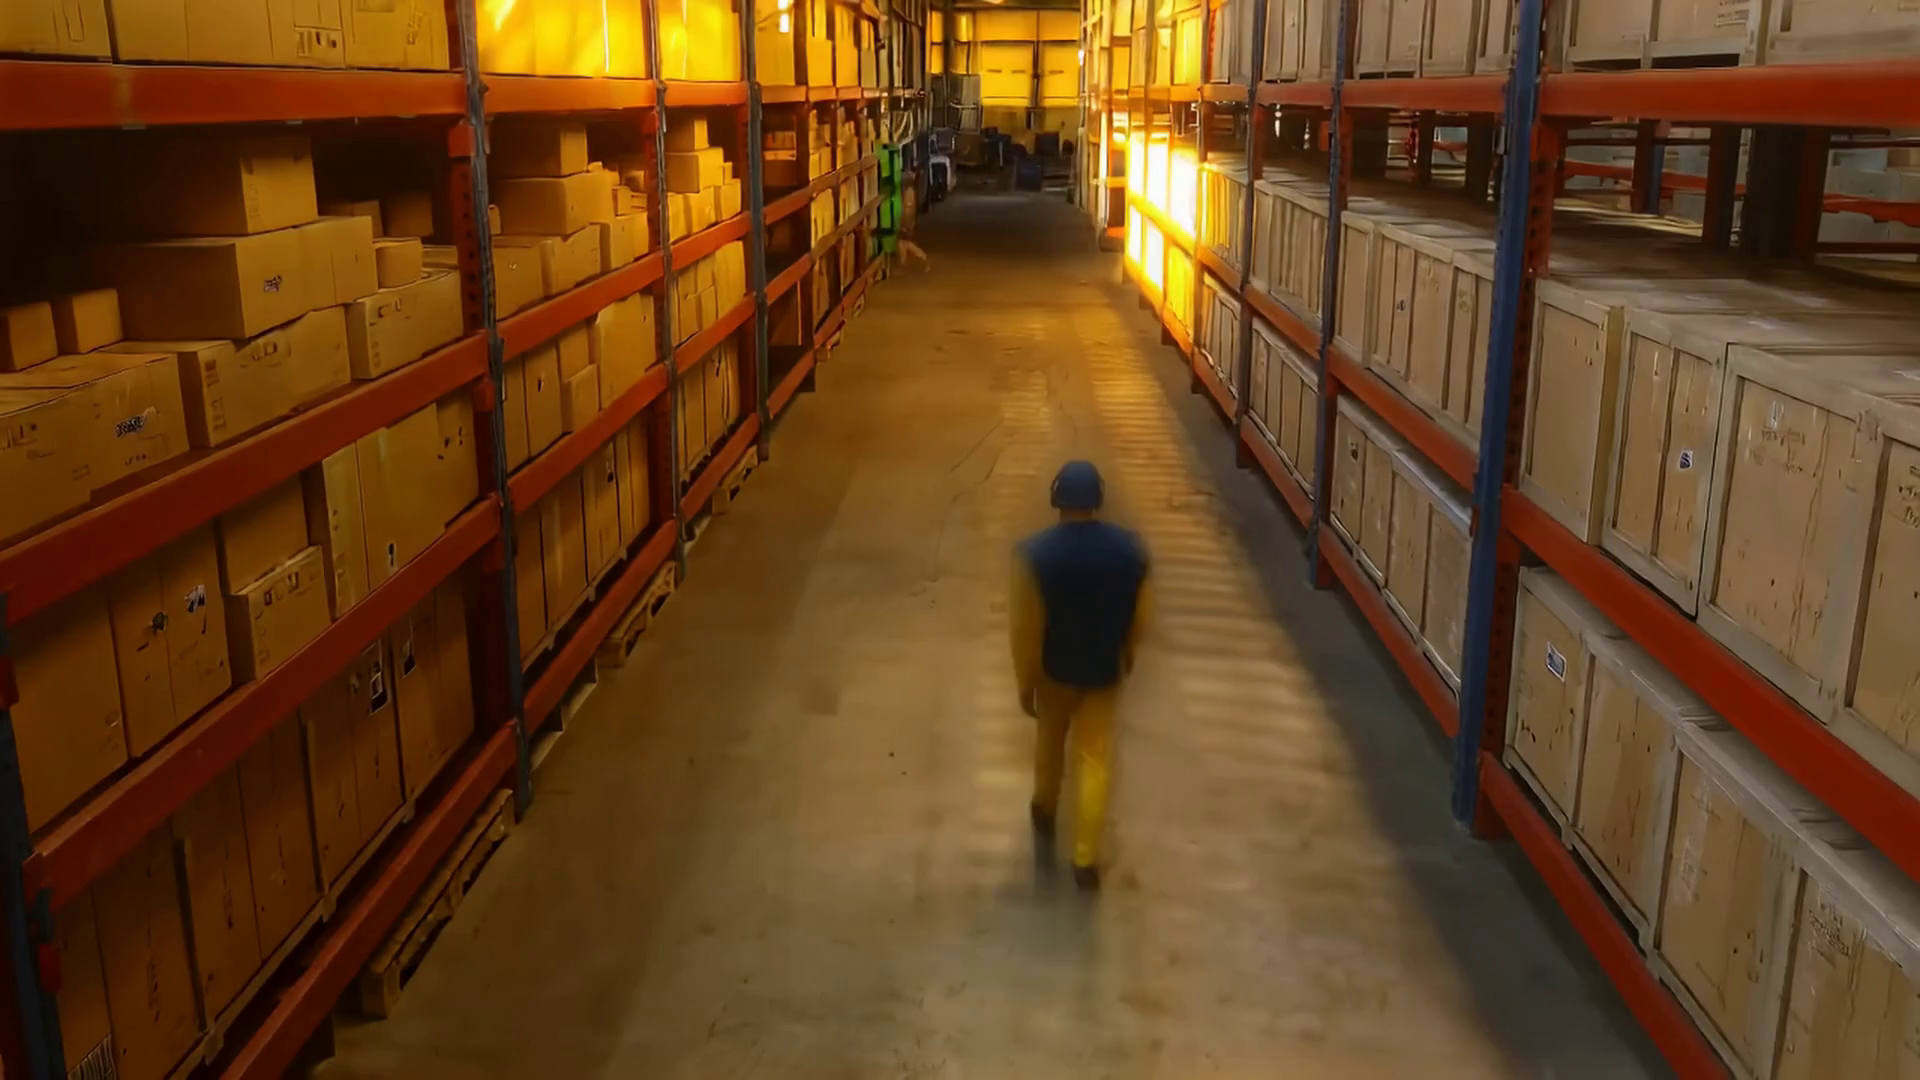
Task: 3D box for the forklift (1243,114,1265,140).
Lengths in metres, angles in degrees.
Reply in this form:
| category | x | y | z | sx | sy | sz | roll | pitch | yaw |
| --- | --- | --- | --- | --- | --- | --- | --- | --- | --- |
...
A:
| category | x | y | z | sx | sy | sz | roll | pitch | yaw |
| --- | --- | --- | --- | --- | --- | --- | --- | --- | --- |
| forklift | 11.112 | -14.801 | 62.861 | 1.129 | 2.768 | 1.873 | 0 | 15 | 2 |

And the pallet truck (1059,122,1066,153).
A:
| category | x | y | z | sx | sy | sz | roll | pitch | yaw |
| --- | --- | --- | --- | --- | --- | --- | --- | --- | --- |
| pallet truck | 5.788 | -21.111 | 88.014 | 1.885 | 1.965 | 0.823 | 5 | 16 | 18 |

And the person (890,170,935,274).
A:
| category | x | y | z | sx | sy | sz | roll | pitch | yaw |
| --- | --- | --- | --- | --- | --- | --- | --- | --- | --- |
| person | -0.928 | -6.177 | 32.424 | 0.830 | 2.018 | 0.619 | 1 | 15 | 4 |

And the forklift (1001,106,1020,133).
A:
| category | x | y | z | sx | sy | sz | roll | pitch | yaw |
| --- | --- | --- | --- | --- | --- | --- | --- | --- | --- |
| forklift | 2.514 | -20.177 | 82.864 | 1.129 | 2.768 | 1.873 | -7 | 17 | -26 |

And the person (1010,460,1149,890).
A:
| category | x | y | z | sx | sy | sz | roll | pitch | yaw |
| --- | --- | --- | --- | --- | --- | --- | --- | --- | --- |
| person | 0.524 | 0.551 | 7.596 | 0.634 | 1.895 | 0.953 | -1 | 15 | -3 |
